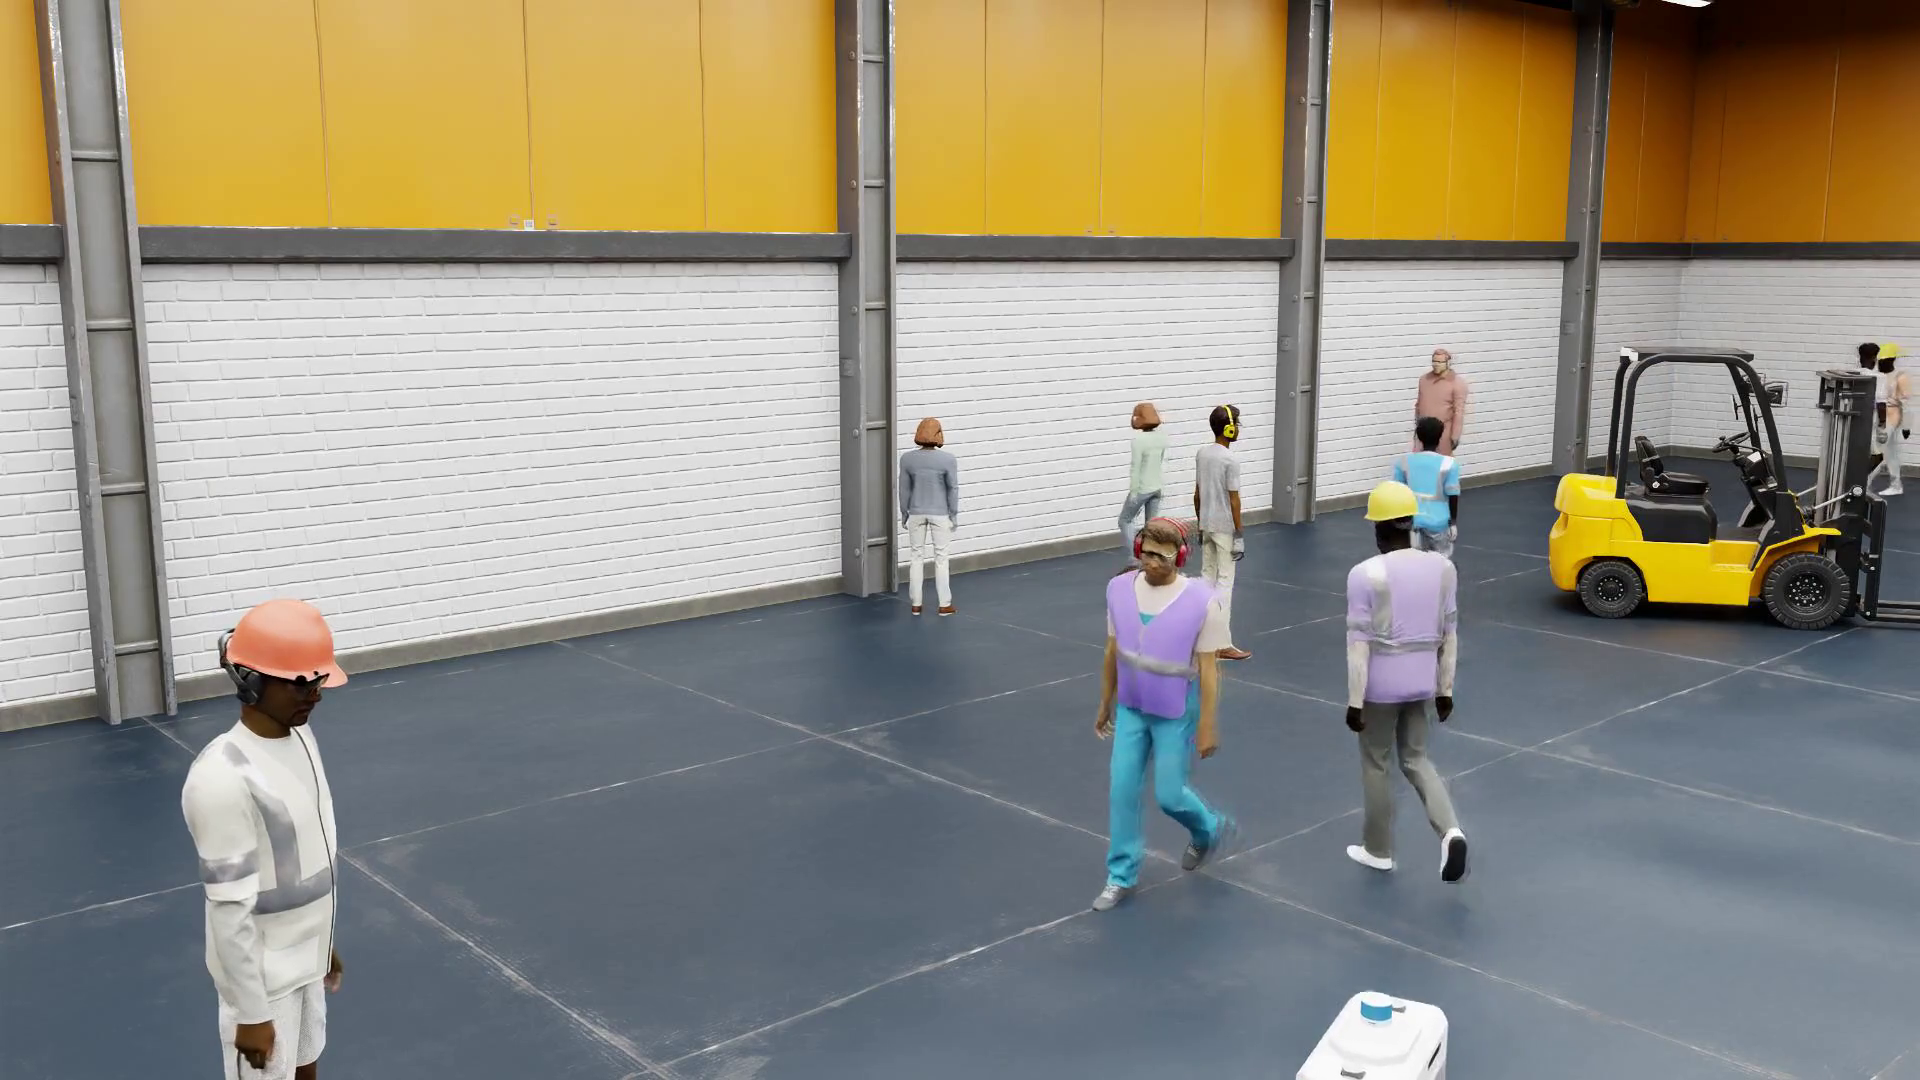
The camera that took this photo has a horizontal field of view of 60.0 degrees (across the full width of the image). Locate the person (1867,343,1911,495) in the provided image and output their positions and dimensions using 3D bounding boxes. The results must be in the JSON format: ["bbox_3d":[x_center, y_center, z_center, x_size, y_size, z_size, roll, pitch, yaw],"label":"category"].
[{"bbox_3d":[11.220,-1.454,20.325,0.939,1.883,0.598,-1,10,-3],"label":"person"}]

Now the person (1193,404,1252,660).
[{"bbox_3d":[1.913,-0.057,12.172,0.326,1.872,0.518,-5,11,-29],"label":"person"}]

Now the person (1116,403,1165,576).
[{"bbox_3d":[1.639,-0.445,15.183,0.456,1.622,0.516,9,13,43],"label":"person"}]

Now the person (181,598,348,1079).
[{"bbox_3d":[-1.841,1.161,4.571,0.399,2.033,0.605,0,10,-2],"label":"person"}]

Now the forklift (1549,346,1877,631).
[{"bbox_3d":[6.109,-0.478,13.691,2.313,2.155,1.214,3,10,16],"label":"forklift"}]

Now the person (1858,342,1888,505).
[{"bbox_3d":[10.584,-1.341,19.474,0.434,1.942,0.668,-4,10,-22],"label":"person"}]

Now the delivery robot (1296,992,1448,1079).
[{"bbox_3d":[1.342,1.711,5.390,0.477,0.478,0.707,5,11,28],"label":"delivery robot"}]

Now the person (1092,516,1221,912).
[{"bbox_3d":[0.930,0.761,7.574,0.616,1.815,0.700,8,12,38],"label":"person"}]

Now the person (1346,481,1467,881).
[{"bbox_3d":[2.075,0.681,7.754,0.586,1.905,0.669,-4,10,-21],"label":"person"}]

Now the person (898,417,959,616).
[{"bbox_3d":[-0.255,-0.190,13.642,0.501,1.633,0.282,2,10,13],"label":"person"}]

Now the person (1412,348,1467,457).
[{"bbox_3d":[5.398,-1.231,18.954,0.557,1.891,0.681,-8,13,-40],"label":"person"}]

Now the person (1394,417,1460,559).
[{"bbox_3d":[3.759,-0.155,13.341,0.552,1.661,0.779,6,11,30],"label":"person"}]
